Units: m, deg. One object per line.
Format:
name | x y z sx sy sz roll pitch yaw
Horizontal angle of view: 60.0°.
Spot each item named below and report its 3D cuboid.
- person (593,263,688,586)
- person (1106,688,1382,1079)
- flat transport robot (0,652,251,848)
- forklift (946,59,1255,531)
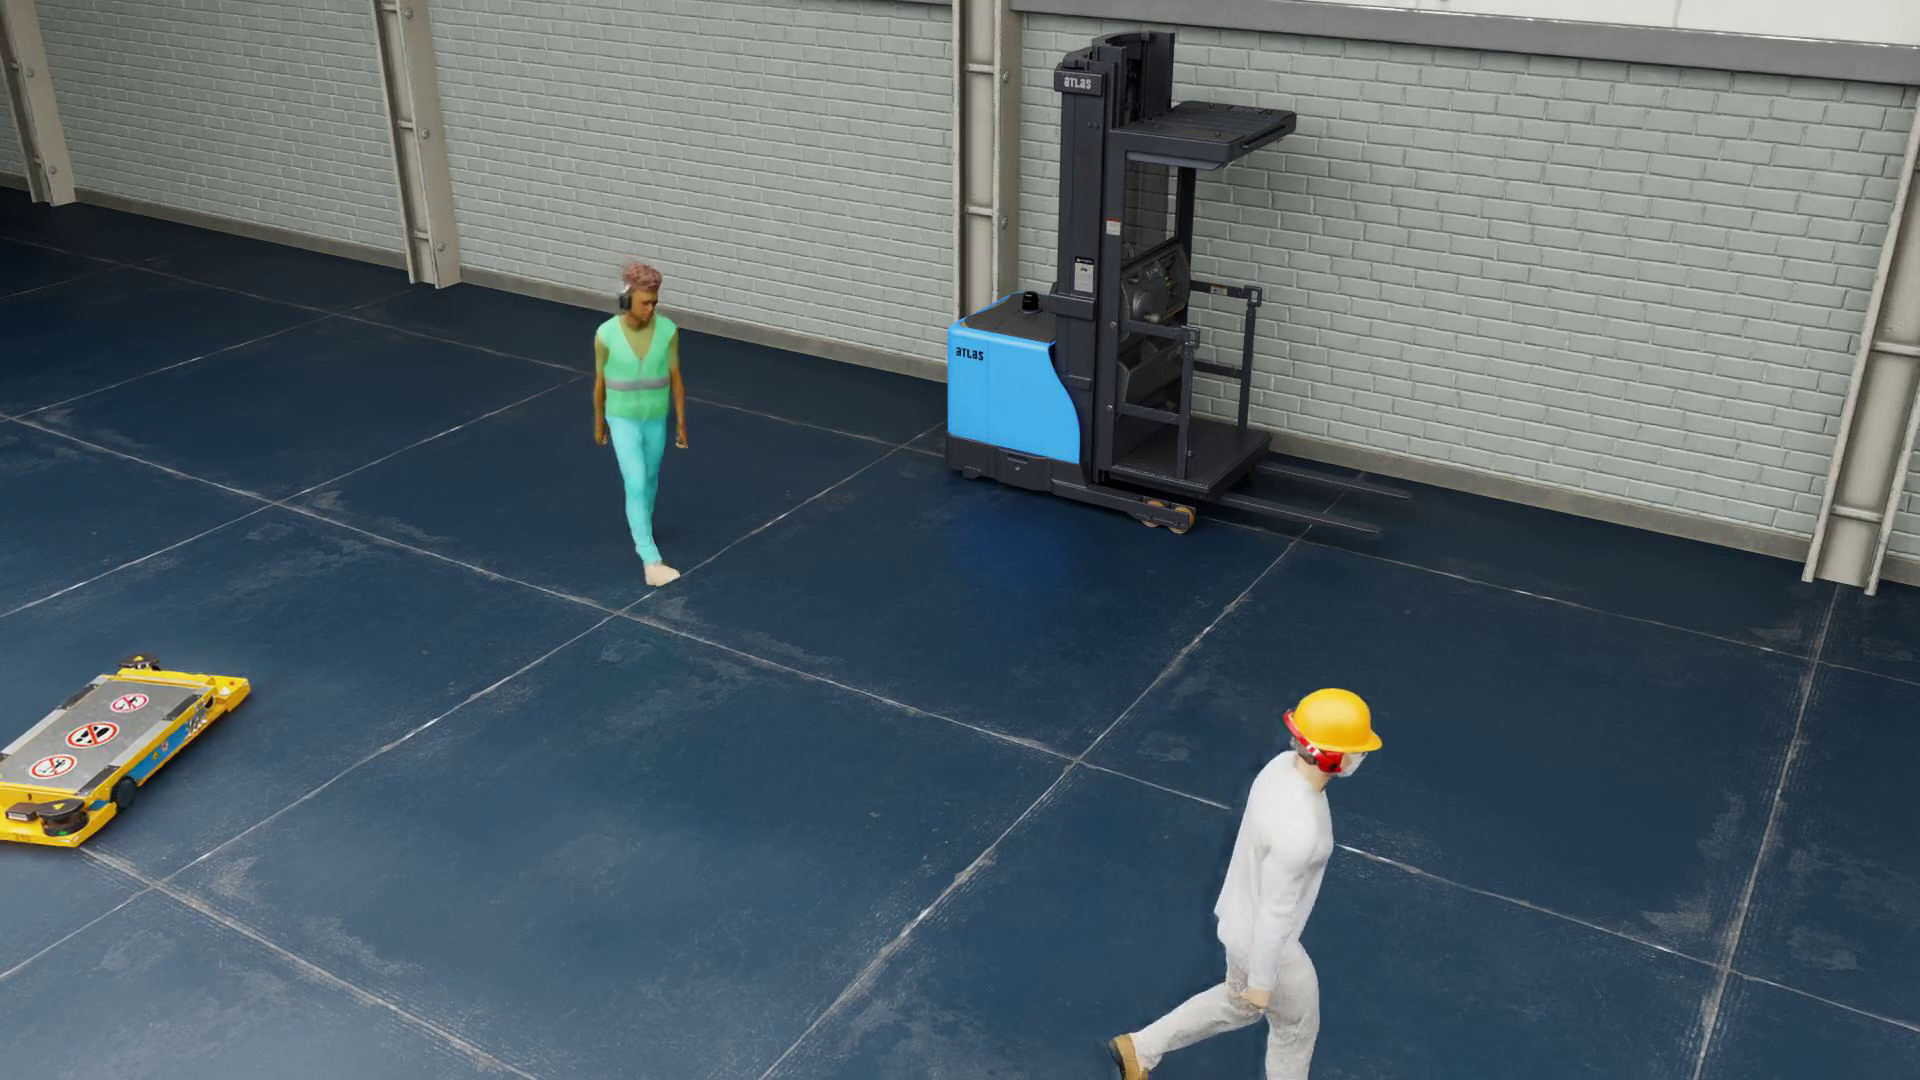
person | -1.884 -0.705 9.808 0.519 1.923 1.012 -12 28 -24
person | 0.961 1.296 5.686 0.789 1.848 0.573 2 25 4
flat transport robot | -4.178 1.001 8.140 0.659 0.231 1.431 4 26 9
forklift | 0.933 -1.707 10.833 1.873 2.768 1.129 15 29 28
